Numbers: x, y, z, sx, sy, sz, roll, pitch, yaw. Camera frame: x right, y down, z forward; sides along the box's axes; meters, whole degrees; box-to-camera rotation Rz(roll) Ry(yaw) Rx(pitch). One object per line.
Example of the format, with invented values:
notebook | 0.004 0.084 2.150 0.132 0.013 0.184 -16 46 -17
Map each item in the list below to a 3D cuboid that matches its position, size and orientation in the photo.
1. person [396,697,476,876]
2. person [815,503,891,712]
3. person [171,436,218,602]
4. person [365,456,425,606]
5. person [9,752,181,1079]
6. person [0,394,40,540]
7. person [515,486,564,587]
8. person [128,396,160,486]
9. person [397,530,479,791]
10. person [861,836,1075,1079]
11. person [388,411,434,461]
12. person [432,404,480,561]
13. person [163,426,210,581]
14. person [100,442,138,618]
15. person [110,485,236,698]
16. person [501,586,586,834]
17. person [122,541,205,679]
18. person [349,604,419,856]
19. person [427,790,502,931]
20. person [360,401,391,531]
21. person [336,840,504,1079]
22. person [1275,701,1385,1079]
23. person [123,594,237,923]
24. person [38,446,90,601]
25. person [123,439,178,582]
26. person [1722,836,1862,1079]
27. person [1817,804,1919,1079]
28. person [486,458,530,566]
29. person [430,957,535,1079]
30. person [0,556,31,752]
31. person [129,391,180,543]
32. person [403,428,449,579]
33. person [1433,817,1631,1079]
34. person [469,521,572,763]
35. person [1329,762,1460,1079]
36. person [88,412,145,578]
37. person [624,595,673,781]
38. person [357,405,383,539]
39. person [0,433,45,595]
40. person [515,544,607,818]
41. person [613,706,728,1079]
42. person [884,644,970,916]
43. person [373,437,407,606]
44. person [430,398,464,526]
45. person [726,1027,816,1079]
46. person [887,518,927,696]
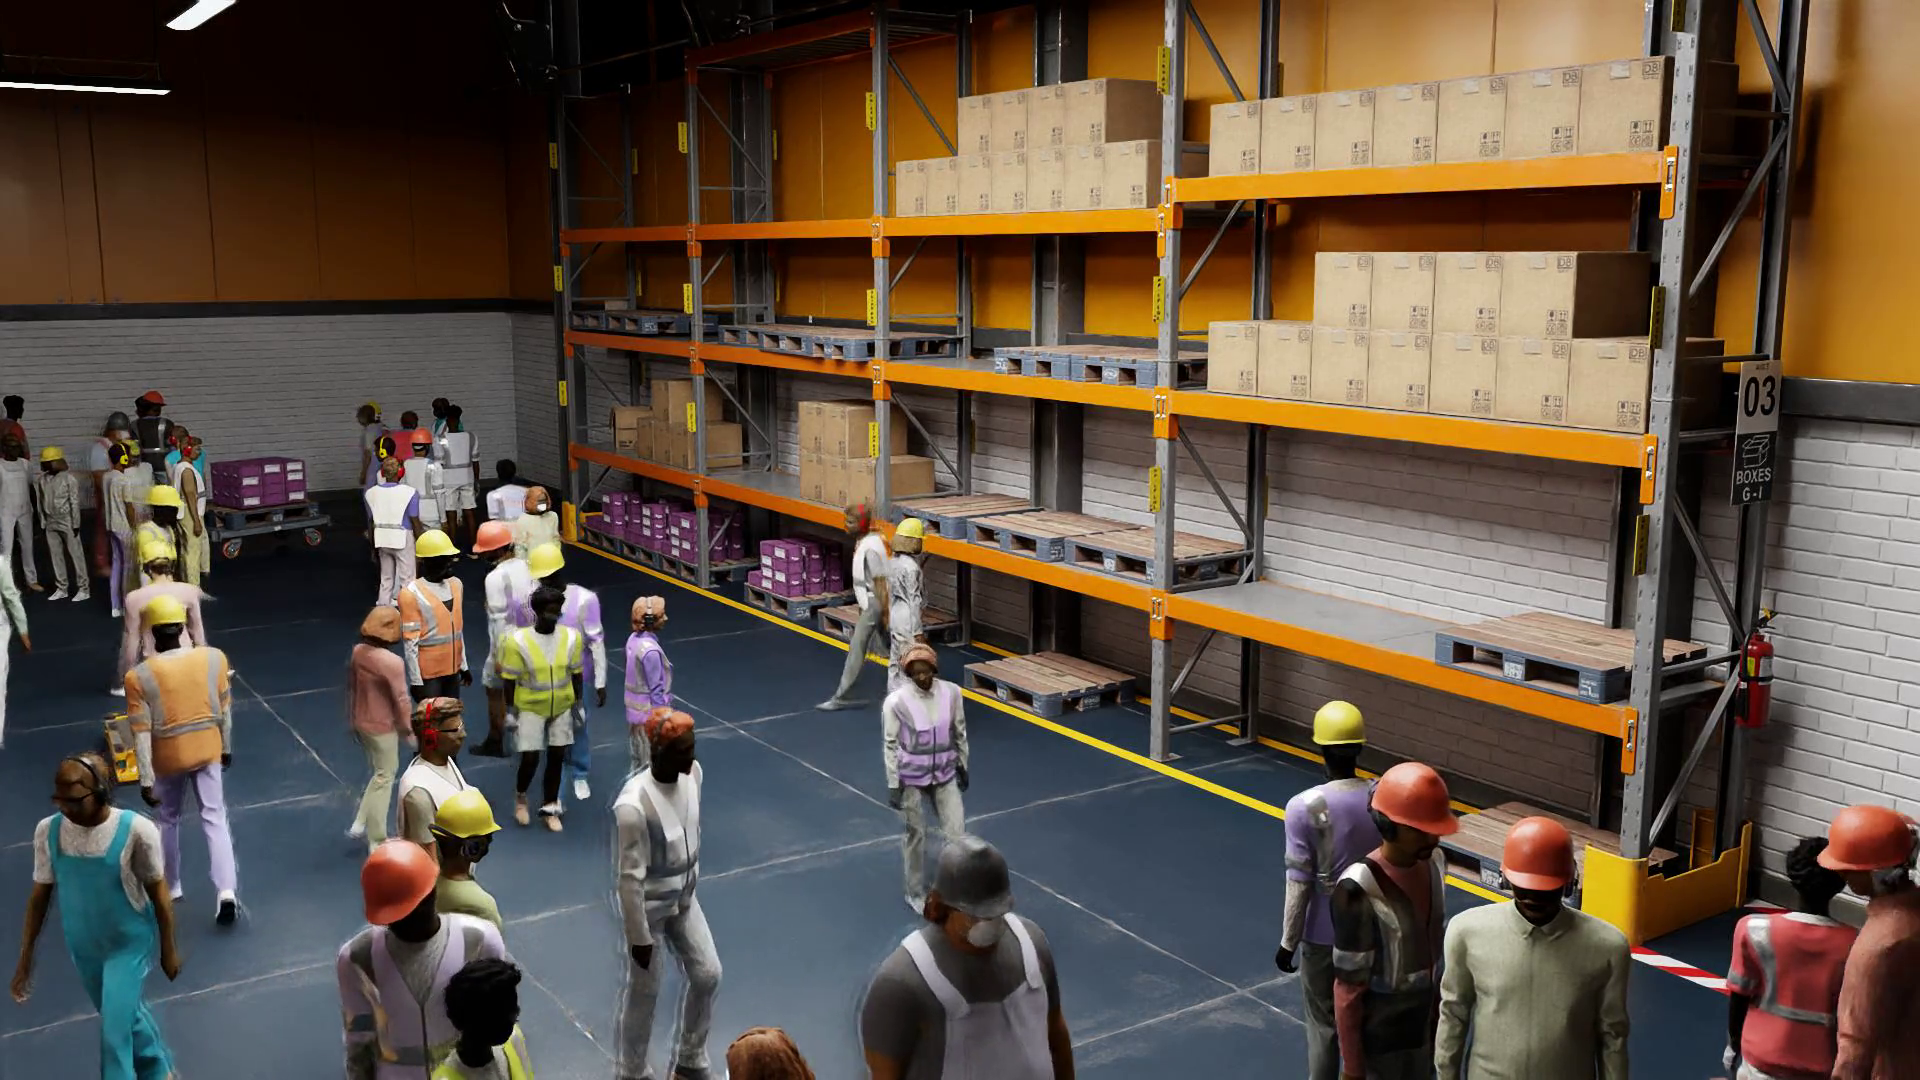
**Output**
person | -2.362 1.609 7.544 0.389 1.847 0.567 -2 10 -10
person | -0.689 0.557 13.942 1.011 1.784 0.623 -1 10 -5
person | -8.496 -0.227 18.344 0.390 1.838 0.563 -7 12 -34
person | -5.609 0.086 16.516 0.566 1.838 0.381 2 10 14
person | -3.596 1.725 7.044 0.546 1.798 0.911 1 10 8
person | -12.725 -0.982 22.426 0.606 1.957 0.365 9 13 41
person | -4.043 0.280 16.005 0.288 1.623 0.504 8 12 38
person | -10.811 -0.947 22.203 0.608 1.963 0.374 -3 10 -17
person | -3.625 0.881 11.567 0.354 1.930 0.590 4 10 21
person | 0.061 1.869 5.448 0.691 2.000 1.045 -8 12 -39
person | -7.102 -0.787 21.743 0.637 1.794 0.962 1 10 5
person | -6.312 -0.719 20.858 0.612 1.963 0.361 -8 13 -40
person | -9.060 -0.426 19.515 0.389 1.837 0.563 4 10 21
person | -8.803 -0.092 17.497 0.509 1.862 0.327 6 11 32
person | -6.890 0.448 14.353 1.039 1.850 0.597 -1 10 -5
person | -2.733 1.110 10.957 0.543 1.676 0.372 -7 12 -34
person | -5.794 0.879 12.123 0.507 1.747 0.541 7 12 37
person | -3.664 1.207 10.565 0.528 1.617 0.356 9 13 41
person | -1.910 1.837 6.474 0.524 1.761 0.339 9 13 44
person | -8.074 -1.011 23.002 0.403 1.824 0.591 -9 13 -41
person | -1.804 1.904 5.676 0.555 1.902 0.499 -2 10 -14
person | 1.616 1.638 7.142 0.591 1.923 0.381 -4 10 -22
person | -4.450 1.248 9.571 0.593 1.891 0.954 -8 13 -40
person | -9.948 -0.178 18.371 0.487 1.735 0.336 2 10 11
person | -9.383 -0.310 19.134 0.616 1.724 0.562 4 11 24
person | 3.107 1.926 6.152 0.538 1.690 0.321 4 10 21
person | 3.177 1.857 5.767 0.452 1.957 0.645 9 13 43
person | -4.717 -0.028 17.619 0.543 1.677 0.692 -9 13 -42
person | -1.479 2.104 5.202 0.610 1.651 0.533 2 10 11
person | -7.374 0.753 12.473 0.660 1.890 0.886 -2 10 -14
person | -10.637 -0.954 22.038 0.605 2.035 0.392 0 10 -1
person | -5.909 -0.271 18.353 0.549 1.928 0.389 2 10 13
person | 1.905 1.875 5.583 0.617 1.986 0.408 3 10 17
person | -3.287 0.764 12.434 0.963 1.879 0.594 4 10 21
person | 1.592 1.775 6.036 0.619 2.028 0.409 -9 13 -42
person | -9.861 -0.545 19.616 1.058 2.000 0.697 4 10 22
person | -2.008 1.167 10.749 0.310 1.638 0.523 -5 11 -25
person | -7.935 -0.914 22.460 0.409 1.815 0.579 -1 10 -7
person | -10.636 -0.289 18.714 0.340 1.839 0.504 6 12 33
person | -2.714 0.945 11.371 0.633 1.868 0.953 -1 10 -7
person | -1.271 1.631 7.358 0.649 1.858 0.606 5 11 26
person | -0.167 1.386 9.527 0.551 1.617 0.455 -5 11 -25
person | -6.197 -0.203 18.151 0.333 1.860 0.510 3 10 14
person | -7.253 -1.095 23.474 0.635 1.832 0.429 8 13 40
person | -0.528 2.185 4.811 0.277 1.630 0.506 -1 10 -7
person | -0.404 0.686 13.287 0.305 1.737 0.484 -5 11 -25
